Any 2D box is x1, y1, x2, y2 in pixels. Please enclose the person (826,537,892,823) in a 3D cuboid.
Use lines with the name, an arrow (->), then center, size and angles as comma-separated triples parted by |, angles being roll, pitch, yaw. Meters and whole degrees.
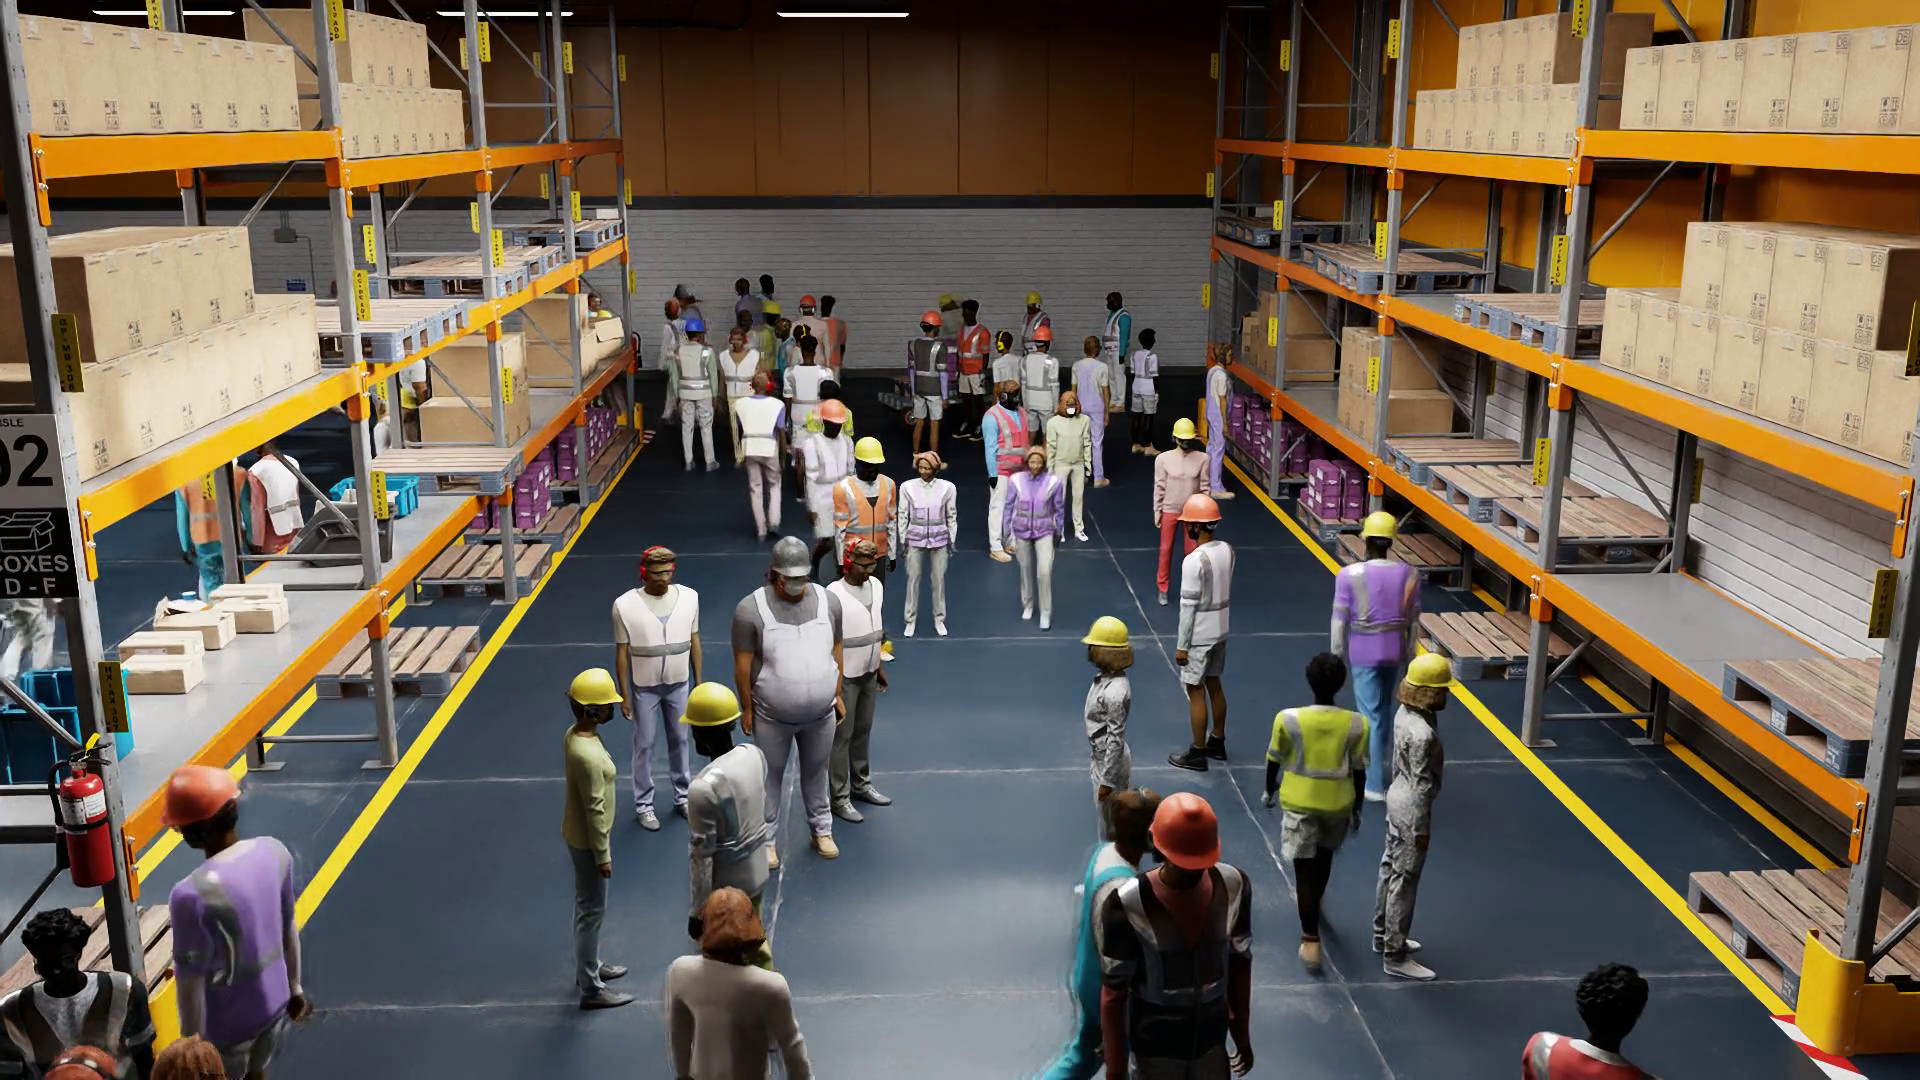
person -> -0.685, 0.874, 10.694 | 0.390, 1.838, 0.563 | 9, 17, 31

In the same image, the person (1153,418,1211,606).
person -> 2.038, -0.255, 15.283 | 0.527, 1.762, 0.331 | -1, 14, -3

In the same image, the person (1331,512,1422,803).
person -> 2.760, 0.771, 11.038 | 0.601, 1.888, 0.671 | -4, 15, -15

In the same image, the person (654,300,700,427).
person -> -4.087, -2.552, 24.161 | 0.900, 1.858, 0.575 | 5, 15, 20

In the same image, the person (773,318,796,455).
person -> -2.287, -2.059, 22.246 | 0.393, 1.830, 0.514 | -3, 15, -11

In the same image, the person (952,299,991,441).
person -> 0.156, -2.373, 23.182 | 0.366, 1.965, 0.607 | -14, 20, -43

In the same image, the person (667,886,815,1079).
person -> -0.821, 2.102, 6.330 | 0.603, 1.612, 0.490 | 6, 16, 24

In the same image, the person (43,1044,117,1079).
person -> -2.526, 2.314, 5.103 | 0.600, 1.817, 0.953 | 0, 14, 0

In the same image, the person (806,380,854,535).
person -> -1.394, -0.877, 17.842 | 0.540, 1.699, 0.315 | -6, 15, -23

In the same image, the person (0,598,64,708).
person -> -7.014, 0.399, 12.427 | 0.596, 1.902, 0.512 | 3, 15, 12

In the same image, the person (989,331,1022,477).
person -> 0.577, -1.655, 20.587 | 0.519, 1.860, 0.322 | -13, 19, -41

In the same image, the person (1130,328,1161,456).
person -> 2.472, -1.965, 22.117 | 0.319, 1.698, 0.532 | -9, 17, -32

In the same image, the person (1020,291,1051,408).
person -> 1.144, -2.909, 25.582 | 0.403, 1.824, 0.591 | -9, 17, -31

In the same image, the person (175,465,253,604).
person -> -6.250, -0.001, 14.007 | 0.595, 1.900, 0.519 | -8, 16, -29

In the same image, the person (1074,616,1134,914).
person -> 0.814, 1.266, 9.339 | 0.287, 1.746, 0.487 | 0, 14, -1

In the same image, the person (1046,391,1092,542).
person -> 1.154, -0.778, 17.608 | 0.503, 1.623, 0.295 | -5, 15, -18

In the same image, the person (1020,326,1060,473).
person -> 1.009, -1.668, 20.499 | 0.546, 1.929, 0.385 | 11, 18, 36

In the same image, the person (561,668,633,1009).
person -> -1.838, 1.498, 8.408 | 0.339, 1.761, 0.524 | -5, 15, -19

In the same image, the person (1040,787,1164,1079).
person -> 0.592, 1.870, 6.857 | 0.914, 1.811, 0.537 | -2, 14, -7

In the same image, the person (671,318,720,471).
person -> -3.352, -1.839, 21.138 | 0.602, 1.941, 0.402 | 3, 15, 10

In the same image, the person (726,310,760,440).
person -> -2.981, -2.279, 23.078 | 0.507, 1.838, 0.337 | -8, 17, -30

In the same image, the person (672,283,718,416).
person -> -4.016, -2.838, 24.860 | 0.680, 2.000, 0.697 | 0, 14, -1

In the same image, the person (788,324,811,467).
person -> -2.019, -1.816, 21.219 | 0.333, 1.860, 0.510 | -6, 15, -22

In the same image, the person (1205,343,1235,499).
person -> 3.069, -1.409, 19.642 | 0.346, 1.846, 0.506 | -2, 14, -9

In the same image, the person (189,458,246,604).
person -> -6.440, -0.095, 14.362 | 0.402, 1.909, 0.599 | 8, 16, 28

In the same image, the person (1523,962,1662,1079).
person -> 2.132, 2.232, 5.664 | 0.532, 1.689, 0.321 | 13, 19, 42

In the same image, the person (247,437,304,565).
person -> -5.839, -0.066, 14.256 | 0.404, 1.906, 0.598 | 3, 15, 11

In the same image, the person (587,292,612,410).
person -> -5.583, -2.866, 25.372 | 0.389, 1.838, 0.563 | 7, 16, 24

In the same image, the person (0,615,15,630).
person -> -8.604, -0.160, 14.576 | 0.595, 1.923, 0.371 | 13, 19, 42

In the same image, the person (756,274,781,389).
person -> -3.178, -3.387, 27.255 | 0.392, 1.922, 0.590 | 3, 15, 11

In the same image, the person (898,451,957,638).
person -> -0.280, 0.034, 14.394 | 0.514, 1.636, 0.314 | -1, 14, -4

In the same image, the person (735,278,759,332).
person -> -3.403, -3.214, 26.560 | 0.374, 1.933, 0.625 | 4, 15, 17

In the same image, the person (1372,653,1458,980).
person -> 2.390, 1.424, 8.720 | 0.323, 1.743, 0.489 | 1, 14, 4

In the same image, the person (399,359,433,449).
person -> -6.574, -1.649, 20.191 | 0.536, 2.000, 0.683 | -12, 18, -39

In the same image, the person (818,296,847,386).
person -> -1.948, -2.589, 24.144 | 0.604, 1.900, 1.003 | -3, 15, -10

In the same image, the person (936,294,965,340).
person -> -0.146, -3.028, 26.299 | 0.609, 1.702, 0.355 | -3, 15, -11

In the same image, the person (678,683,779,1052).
person -> -1.100, 1.587, 7.751 | 0.399, 1.916, 0.584 | 5, 15, 19

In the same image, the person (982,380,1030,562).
person -> 0.492, -0.712, 16.915 | 0.429, 1.843, 0.634 | 11, 18, 36

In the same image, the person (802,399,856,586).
person -> -1.193, -0.370, 15.406 | 0.563, 1.919, 0.510 | -12, 18, -39

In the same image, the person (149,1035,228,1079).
person -> -2.443, 2.346, 5.392 | 0.512, 1.594, 0.841 | 3, 15, 11

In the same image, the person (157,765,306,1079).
person -> -2.760, 1.838, 6.554 | 0.656, 2.020, 0.617 | 3, 15, 12

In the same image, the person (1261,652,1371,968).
person -> 1.917, 1.405, 8.975 | 0.540, 1.648, 0.867 | 0, 14, 0

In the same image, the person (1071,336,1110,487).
person -> 1.591, -1.561, 20.235 | 0.505, 1.847, 0.348 | 8, 17, 30

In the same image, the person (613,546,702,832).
person -> -1.902, 0.917, 10.526 | 0.561, 1.837, 0.390 | -8, 17, -30

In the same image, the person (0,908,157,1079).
person -> -3.194, 2.124, 6.064 | 0.541, 1.696, 0.315 | -7, 16, -26

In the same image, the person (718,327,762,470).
person -> -2.801, -1.803, 21.217 | 0.586, 1.829, 0.458 | 3, 15, 10

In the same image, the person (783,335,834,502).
person -> -1.749, -1.415, 19.420 | 0.615, 1.964, 0.361 | 1, 14, 4

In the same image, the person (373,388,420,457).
person -> -5.550, -0.606, 16.565 | 0.435, 1.816, 0.626 | 5, 15, 18

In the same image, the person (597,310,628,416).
person -> -4.991, -2.399, 23.724 | 0.382, 1.754, 0.538 | -9, 17, -32

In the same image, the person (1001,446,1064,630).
person -> 0.632, -0.014, 14.646 | 0.536, 1.609, 0.768 | 2, 14, 9

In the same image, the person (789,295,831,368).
person -> -2.118, -2.457, 23.476 | 0.611, 1.985, 0.392 | -1, 14, -5

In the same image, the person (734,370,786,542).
person -> -2.101, -0.895, 17.679 | 0.555, 1.817, 0.514 | 1, 14, 4

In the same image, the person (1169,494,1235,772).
person -> 1.653, 0.633, 11.467 | 0.391, 1.929, 0.547 | 11, 18, 37

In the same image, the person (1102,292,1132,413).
person -> 2.374, -2.873, 25.424 | 0.429, 1.832, 0.635 | -5, 15, -18

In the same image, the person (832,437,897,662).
person -> -0.758, 0.097, 13.595 | 0.582, 1.919, 0.395 | -9, 17, -31

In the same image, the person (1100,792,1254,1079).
person -> 0.837, 1.893, 6.316 | 0.617, 2.030, 0.409 | -5, 15, -18

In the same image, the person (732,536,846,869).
person -> -0.984, 0.961, 9.944 | 0.689, 2.000, 0.539 | -6, 15, -22

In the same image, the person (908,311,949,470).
person -> -0.376, -1.901, 21.210 | 0.603, 2.034, 0.416 | 11, 18, 36
